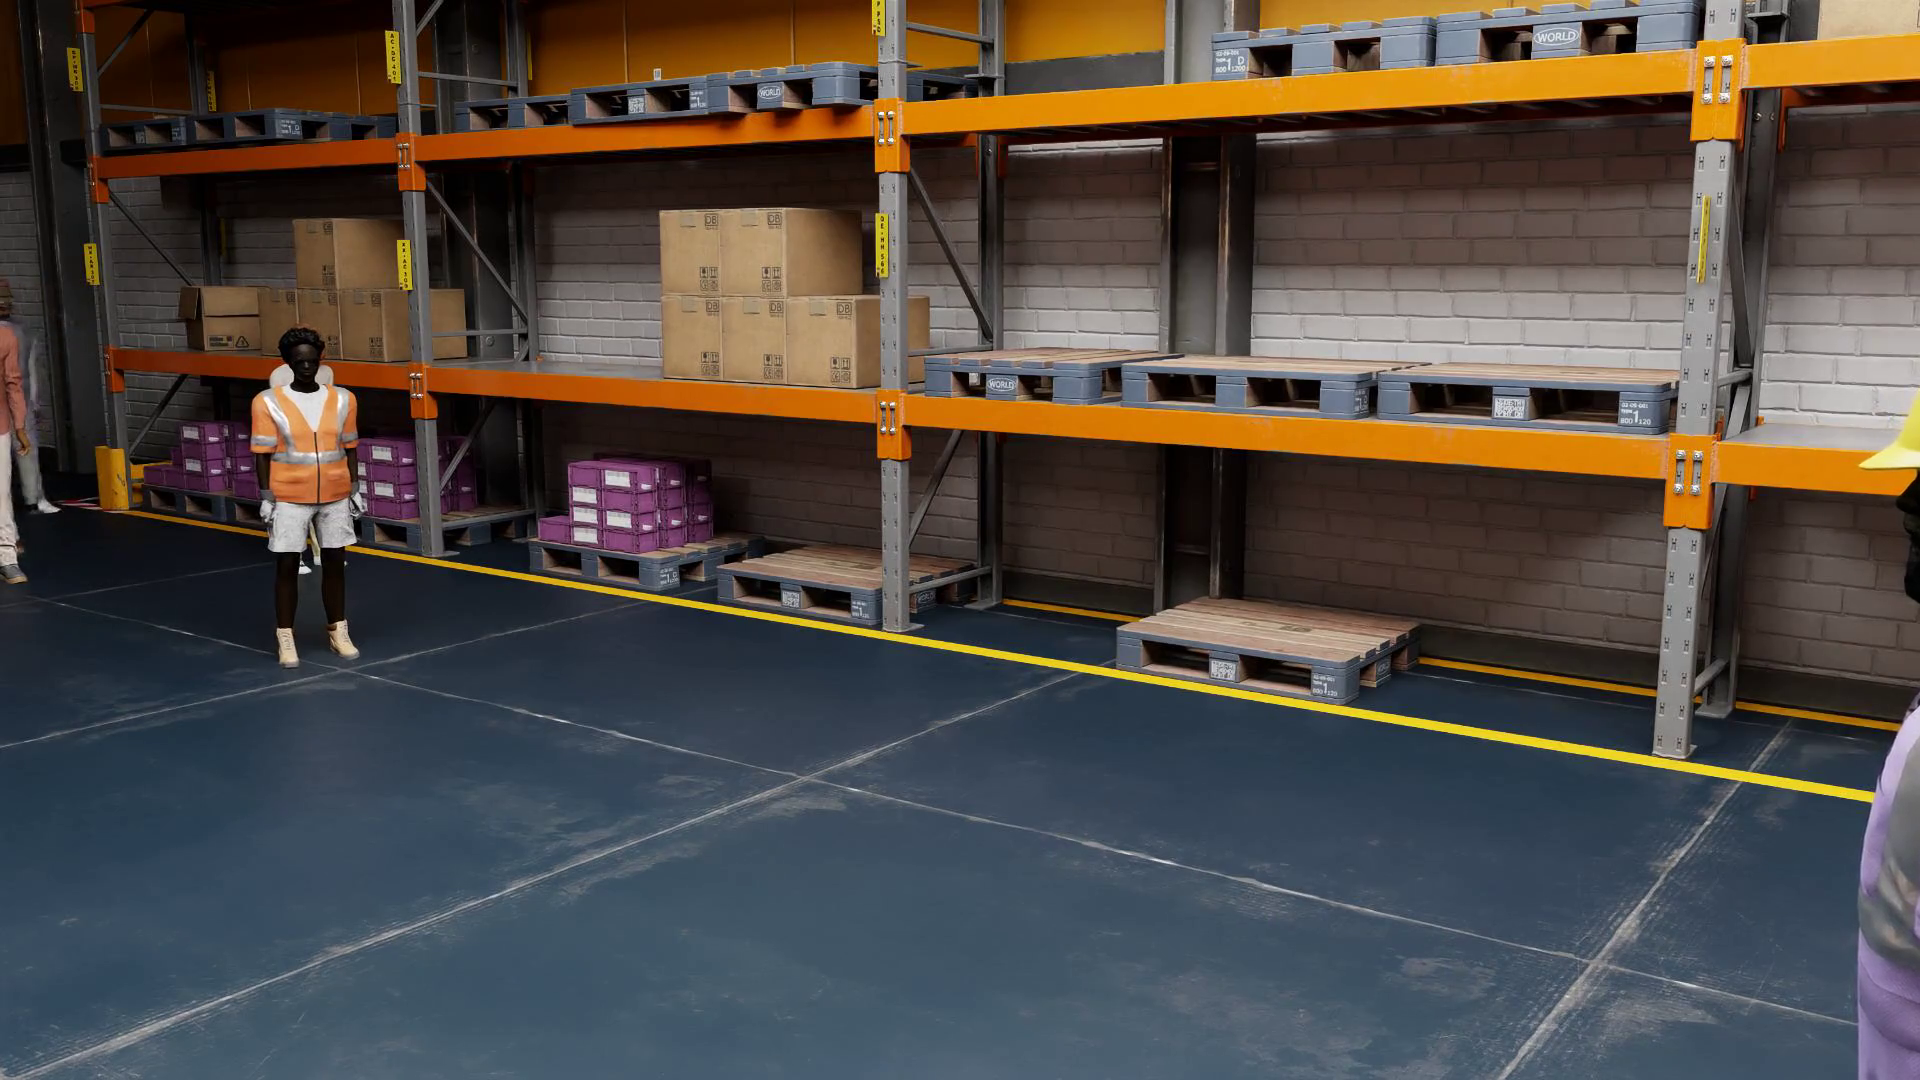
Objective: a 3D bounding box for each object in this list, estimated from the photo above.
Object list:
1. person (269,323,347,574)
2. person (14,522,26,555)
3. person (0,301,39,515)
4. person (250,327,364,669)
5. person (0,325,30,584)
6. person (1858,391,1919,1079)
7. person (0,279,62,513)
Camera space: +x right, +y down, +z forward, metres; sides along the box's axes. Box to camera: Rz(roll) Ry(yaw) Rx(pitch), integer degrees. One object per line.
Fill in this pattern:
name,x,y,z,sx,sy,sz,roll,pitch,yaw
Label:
person,-4.251,-0.595,10.822,0.284,1.626,0.492,5,11,26
person,-6.935,-0.805,11.330,1.105,1.868,0.653,1,10,6
person,-7.646,-1.085,13.200,0.514,1.813,0.642,5,11,26
person,-3.253,-0.214,8.334,0.538,1.695,0.320,-7,12,-37
person,-6.117,-0.696,10.317,0.611,1.996,0.378,-8,12,-40
person,1.318,0.703,2.186,0.369,1.928,0.585,6,11,33
person,-7.651,-1.133,13.256,0.755,1.884,0.661,4,10,23
